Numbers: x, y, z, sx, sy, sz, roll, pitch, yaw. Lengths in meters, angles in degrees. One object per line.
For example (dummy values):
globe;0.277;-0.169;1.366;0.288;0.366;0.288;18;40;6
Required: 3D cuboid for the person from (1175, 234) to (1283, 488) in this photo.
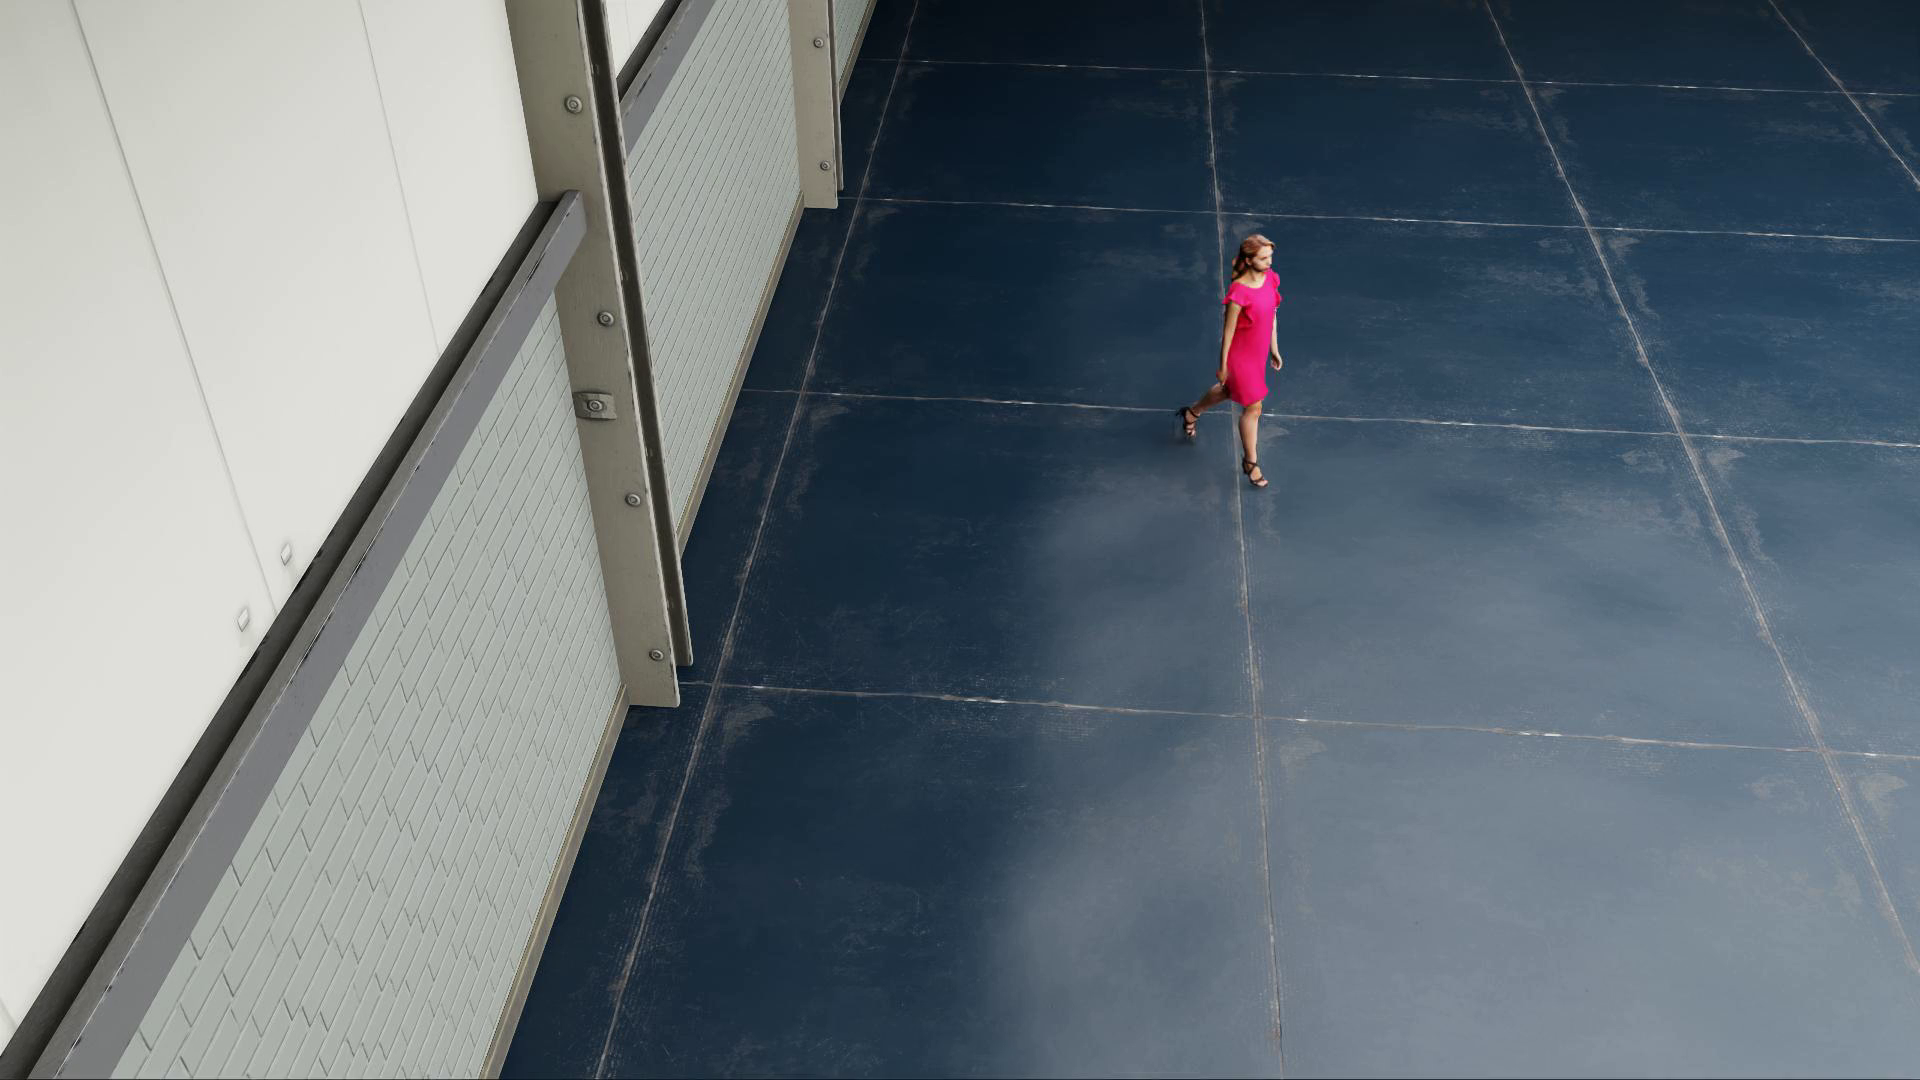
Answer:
person;1.721;-1.183;10.456;1.030;1.689;1.046;28;46;31
